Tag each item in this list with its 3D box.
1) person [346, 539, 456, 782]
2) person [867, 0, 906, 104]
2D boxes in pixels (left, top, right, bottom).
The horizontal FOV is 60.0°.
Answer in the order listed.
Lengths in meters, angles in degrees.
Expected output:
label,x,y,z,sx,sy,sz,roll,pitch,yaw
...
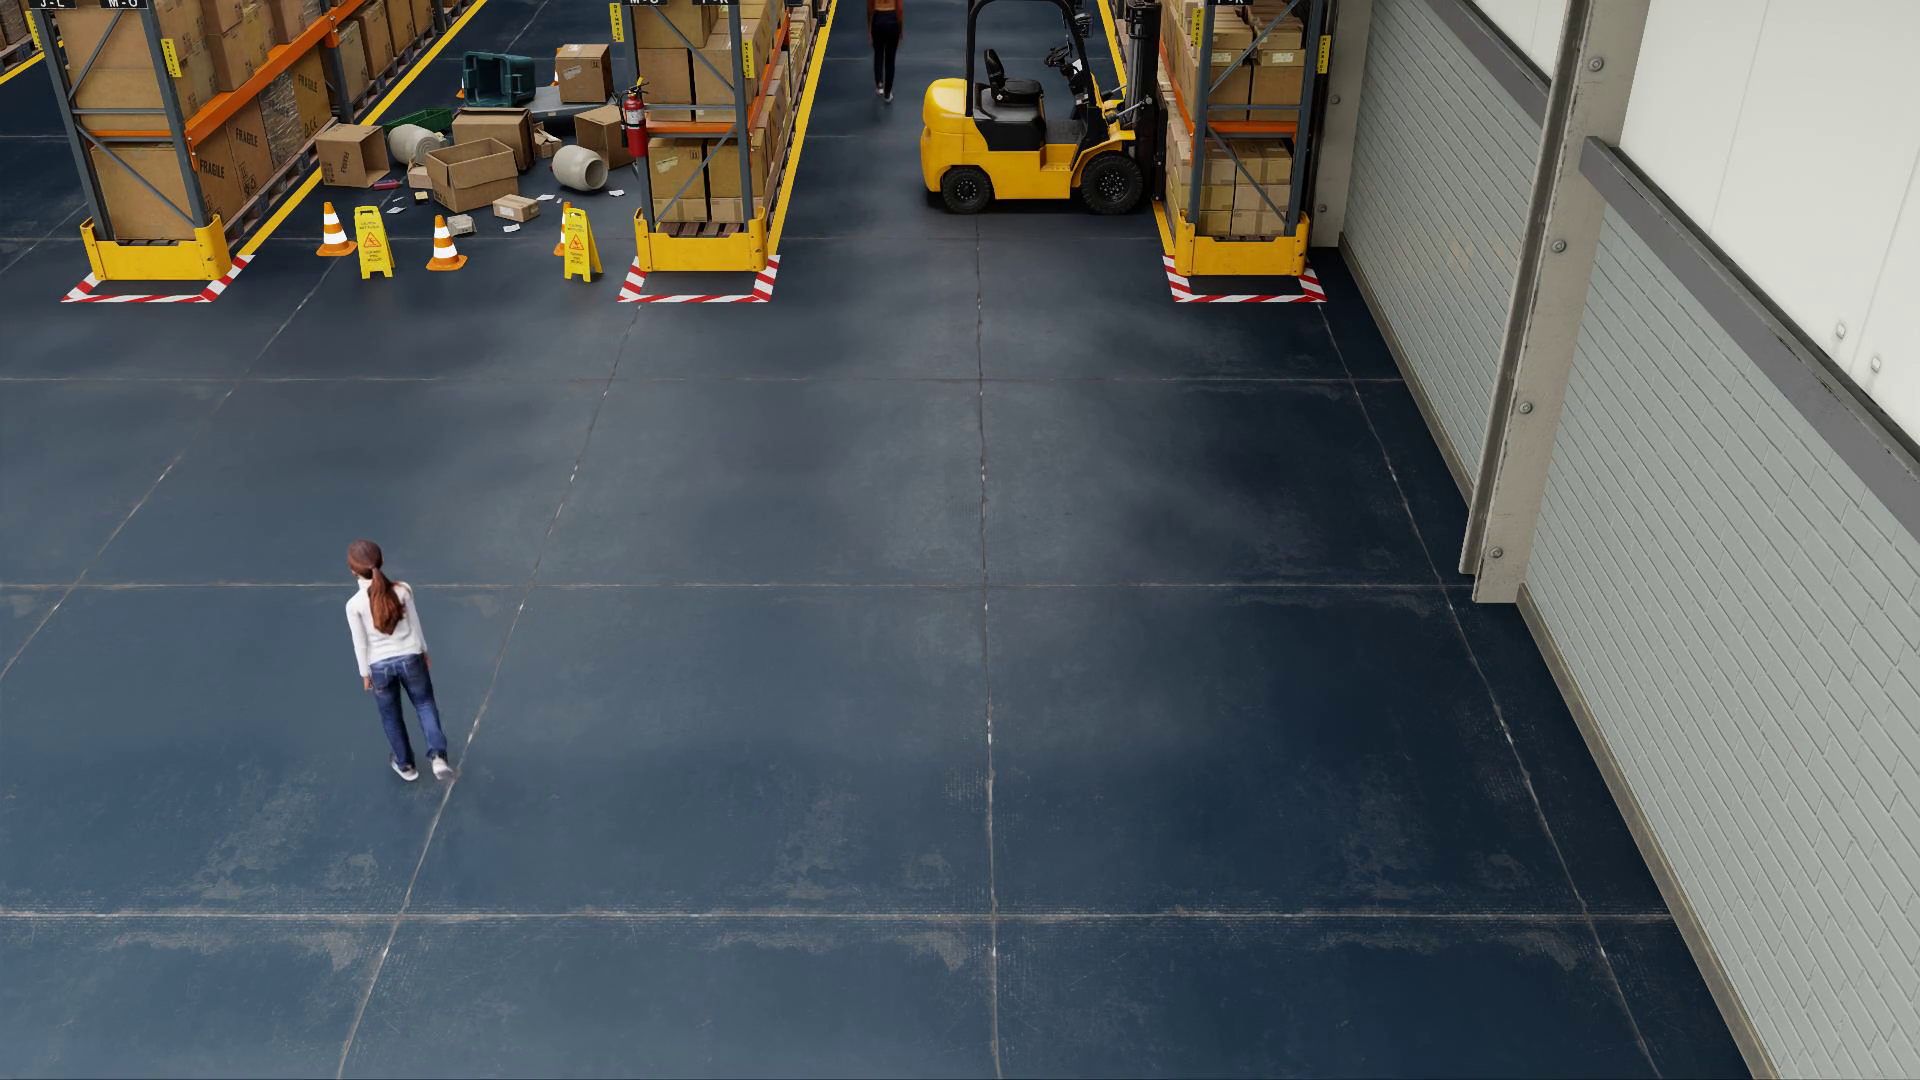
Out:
label,x,y,z,sx,sy,sz,roll,pitch,yaw
person,-2.984,0.698,8.852,0.764,1.543,0.887,-19,37,-28
person,-0.852,-5.838,19.148,0.571,1.612,0.597,1,32,1
